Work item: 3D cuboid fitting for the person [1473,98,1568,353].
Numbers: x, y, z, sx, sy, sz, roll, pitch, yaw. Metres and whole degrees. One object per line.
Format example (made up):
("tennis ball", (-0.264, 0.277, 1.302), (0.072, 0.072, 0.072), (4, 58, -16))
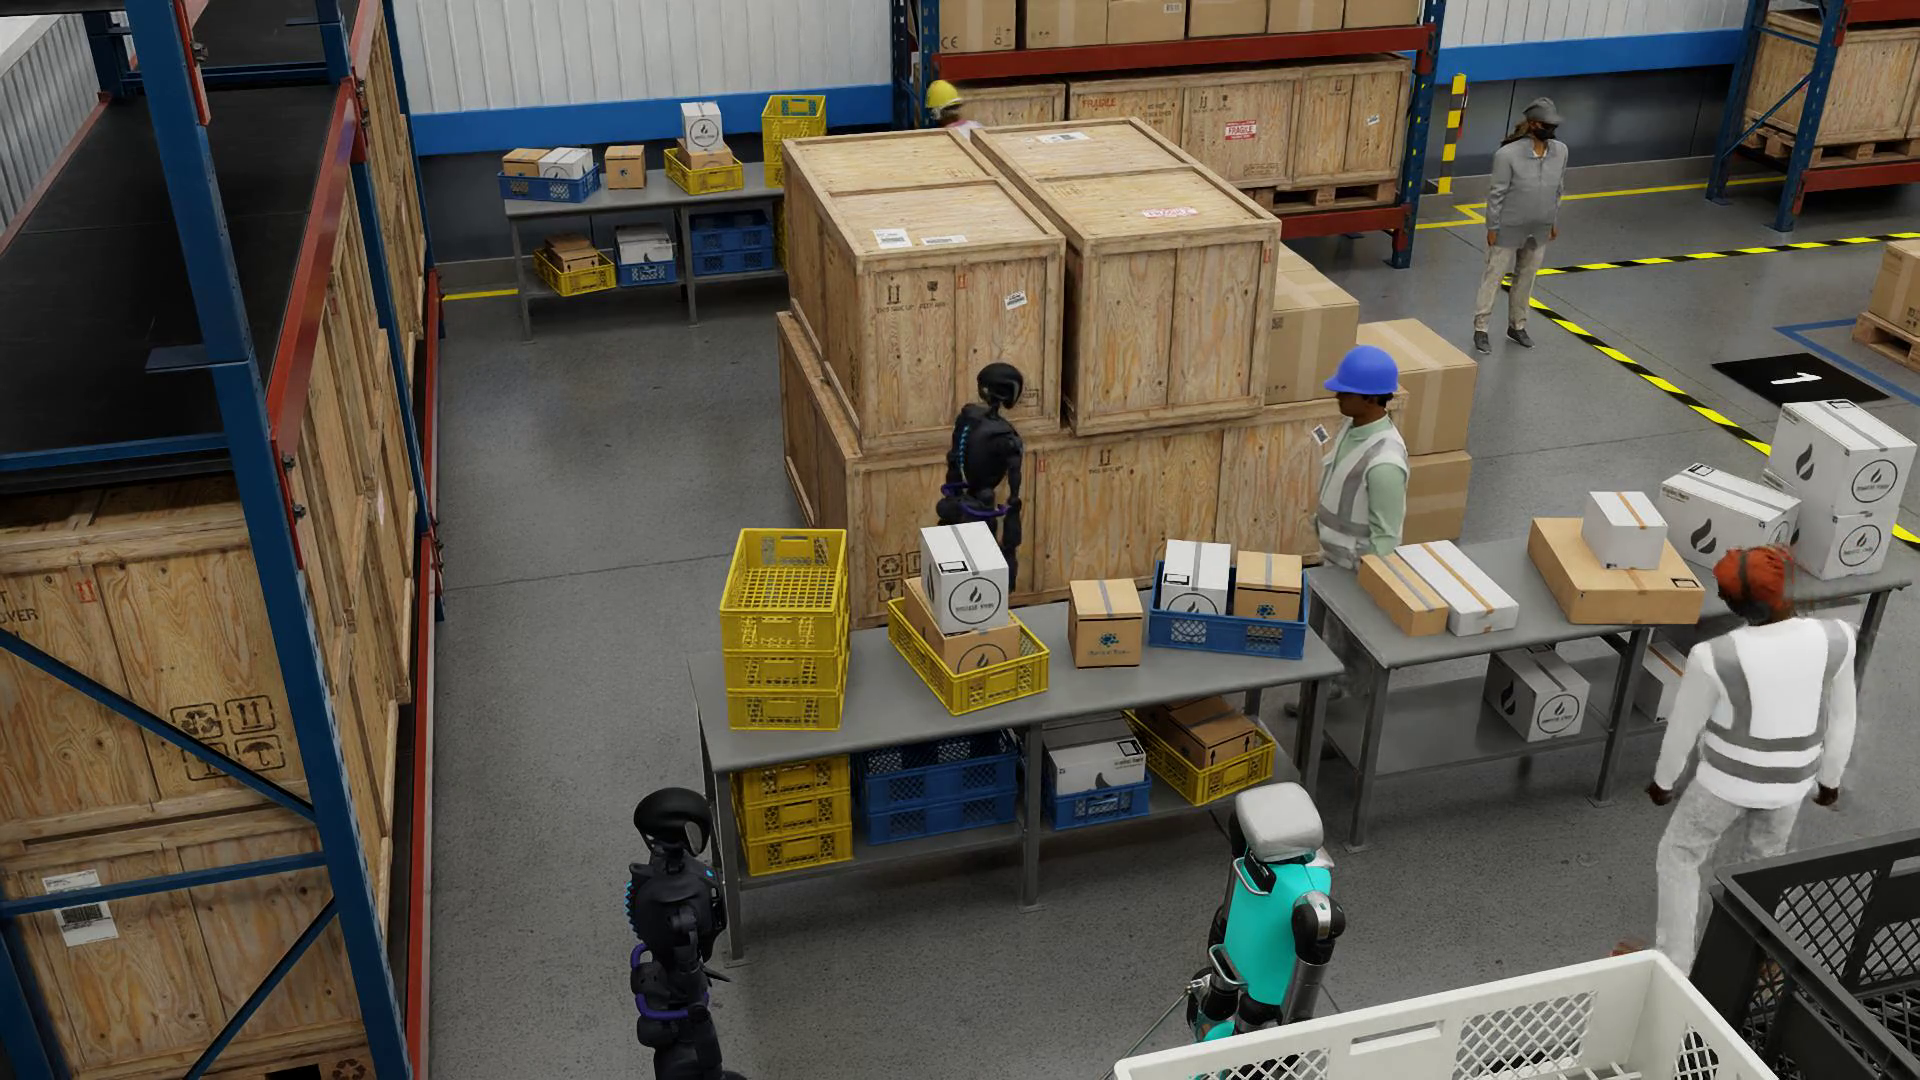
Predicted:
("person", (3.876, -2.177, 11.510), (0.573, 1.769, 0.397), (-8, 30, -14))

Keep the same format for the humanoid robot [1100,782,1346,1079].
("humanoid robot", (0.653, 1.468, 4.791), (0.735, 1.677, 0.533), (-7, 30, -13))

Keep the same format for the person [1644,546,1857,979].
("person", (2.804, 0.862, 5.923), (0.671, 1.851, 0.346), (1, 29, 3))

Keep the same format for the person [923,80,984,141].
("person", (-0.072, -2.331, 11.761), (0.632, 1.799, 0.482), (-22, 36, -35))

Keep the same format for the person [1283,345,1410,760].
("person", (1.709, 0.066, 7.257), (0.404, 1.947, 0.604), (-1, 29, -2))

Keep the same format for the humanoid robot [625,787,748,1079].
("humanoid robot", (-0.827, 1.434, 5.039), (0.315, 1.657, 0.599), (-7, 30, -13))

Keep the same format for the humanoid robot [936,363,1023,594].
("humanoid robot", (0.043, -0.053, 7.754), (0.469, 1.635, 0.610), (-17, 33, -29))
